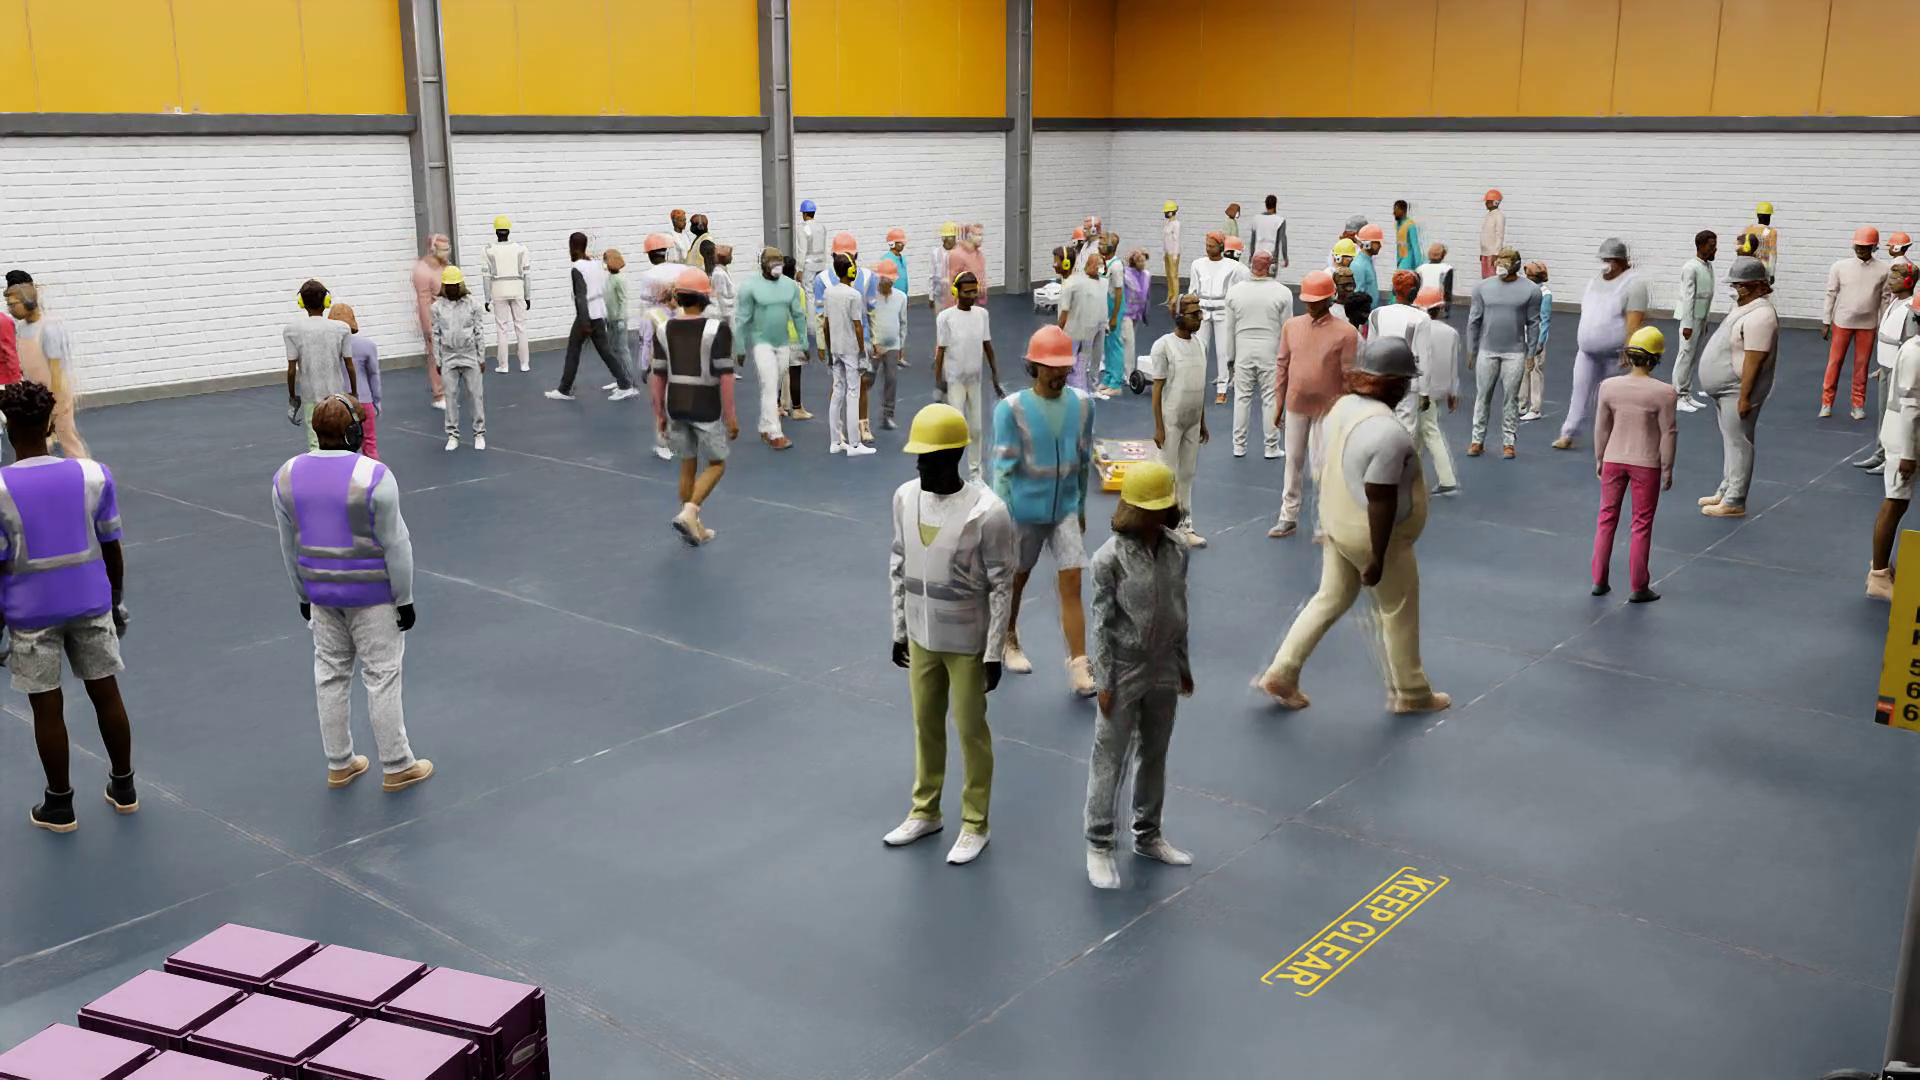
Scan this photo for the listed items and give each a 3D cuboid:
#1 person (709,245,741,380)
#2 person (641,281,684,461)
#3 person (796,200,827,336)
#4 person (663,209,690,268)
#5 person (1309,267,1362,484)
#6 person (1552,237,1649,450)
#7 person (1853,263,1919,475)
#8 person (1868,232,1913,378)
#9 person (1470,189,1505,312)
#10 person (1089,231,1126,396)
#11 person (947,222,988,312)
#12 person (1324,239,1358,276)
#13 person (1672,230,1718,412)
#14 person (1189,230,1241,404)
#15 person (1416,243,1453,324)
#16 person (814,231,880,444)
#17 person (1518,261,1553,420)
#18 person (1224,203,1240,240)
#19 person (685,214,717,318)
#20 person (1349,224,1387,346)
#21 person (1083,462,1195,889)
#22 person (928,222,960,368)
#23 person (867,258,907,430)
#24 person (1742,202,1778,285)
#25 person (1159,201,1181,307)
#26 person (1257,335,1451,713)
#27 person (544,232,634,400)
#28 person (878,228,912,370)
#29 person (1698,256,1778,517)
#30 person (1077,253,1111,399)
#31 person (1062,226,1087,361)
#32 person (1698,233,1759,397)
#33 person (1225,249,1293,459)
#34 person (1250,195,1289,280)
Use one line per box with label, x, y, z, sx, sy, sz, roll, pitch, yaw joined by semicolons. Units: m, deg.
person;-2.775;-2.670;19.688;0.490;1.621;0.541;1;14;2
person;-2.641;-1.549;15.216;0.531;1.611;0.529;11;18;37
person;-2.168;-3.950;24.144;0.399;1.945;0.615;9;17;33
person;-3.832;-3.576;22.783;0.345;1.882;0.584;5;15;19
person;3.208;-1.395;14.145;0.506;1.846;0.345;-6;15;-23
person;6.113;-1.874;15.662;1.016;2.000;0.687;-10;17;-34
person;8.170;-1.484;14.498;0.389;1.846;0.564;3;14;11
person;11.231;-2.829;20.060;0.329;1.750;0.572;12;19;41
person;8.530;-4.629;26.765;0.375;1.995;0.611;-1;14;-6
person;1.682;-2.538;18.711;0.347;1.846;0.505;-2;14;-9
person;0.160;-2.791;19.638;0.596;1.882;0.673;7;16;28
person;4.059;-2.317;17.888;0.404;1.823;0.590;11;18;38
person;7.851;-2.345;17.792;0.377;1.917;0.599;12;18;39
person;2.773;-2.436;18.220;0.585;1.885;0.343;6;15;22
person;5.745;-2.794;20.197;0.501;1.600;0.673;9;17;32
person;-1.071;-1.918;15.869;0.614;2.030;0.409;-5;15;-19
person;5.920;-2.063;17.237;0.308;1.639;0.510;-3;14;-13
person;4.848;-5.193;29.750;0.279;1.633;0.498;6;15;24
person;-3.477;-3.463;22.416;0.429;1.842;0.633;-5;15;-19
person;4.282;-2.351;17.678;0.406;1.988;0.614;5;15;20
person;0.734;0.536;6.668;0.550;1.731;0.332;-9;17;-33
person;-0.125;-3.049;20.780;0.591;1.833;0.403;4;15;15
person;-0.823;-1.979;16.726;0.577;1.721;0.691;-6;15;-23
person;11.472;-3.884;23.918;0.359;1.930;0.588;-7;16;-26
person;3.525;-4.791;27.897;0.339;1.761;0.524;-4;14;-14
person;2.051;-0.089;8.528;0.971;2.000;0.684;-4;15;-15
person;-4.112;-2.470;18.432;1.033;1.860;0.597;2;14;10
person;-0.800;-3.018;20.809;0.321;1.754;0.559;6;15;23
person;6.051;-1.207;12.995;0.535;2.000;0.679;4;15;16
person;1.480;-2.342;18.357;0.278;1.633;0.507;12;19;40
person;1.533;-3.130;21.263;0.573;1.748;0.342;-13;19;-43
person;8.688;-2.483;18.502;0.646;1.838;0.550;0;14;0
person;2.737;-1.688;15.194;0.640;1.909;0.409;6;15;22
person;4.990;-4.590;26.784;0.636;1.902;0.508;11;17;36
